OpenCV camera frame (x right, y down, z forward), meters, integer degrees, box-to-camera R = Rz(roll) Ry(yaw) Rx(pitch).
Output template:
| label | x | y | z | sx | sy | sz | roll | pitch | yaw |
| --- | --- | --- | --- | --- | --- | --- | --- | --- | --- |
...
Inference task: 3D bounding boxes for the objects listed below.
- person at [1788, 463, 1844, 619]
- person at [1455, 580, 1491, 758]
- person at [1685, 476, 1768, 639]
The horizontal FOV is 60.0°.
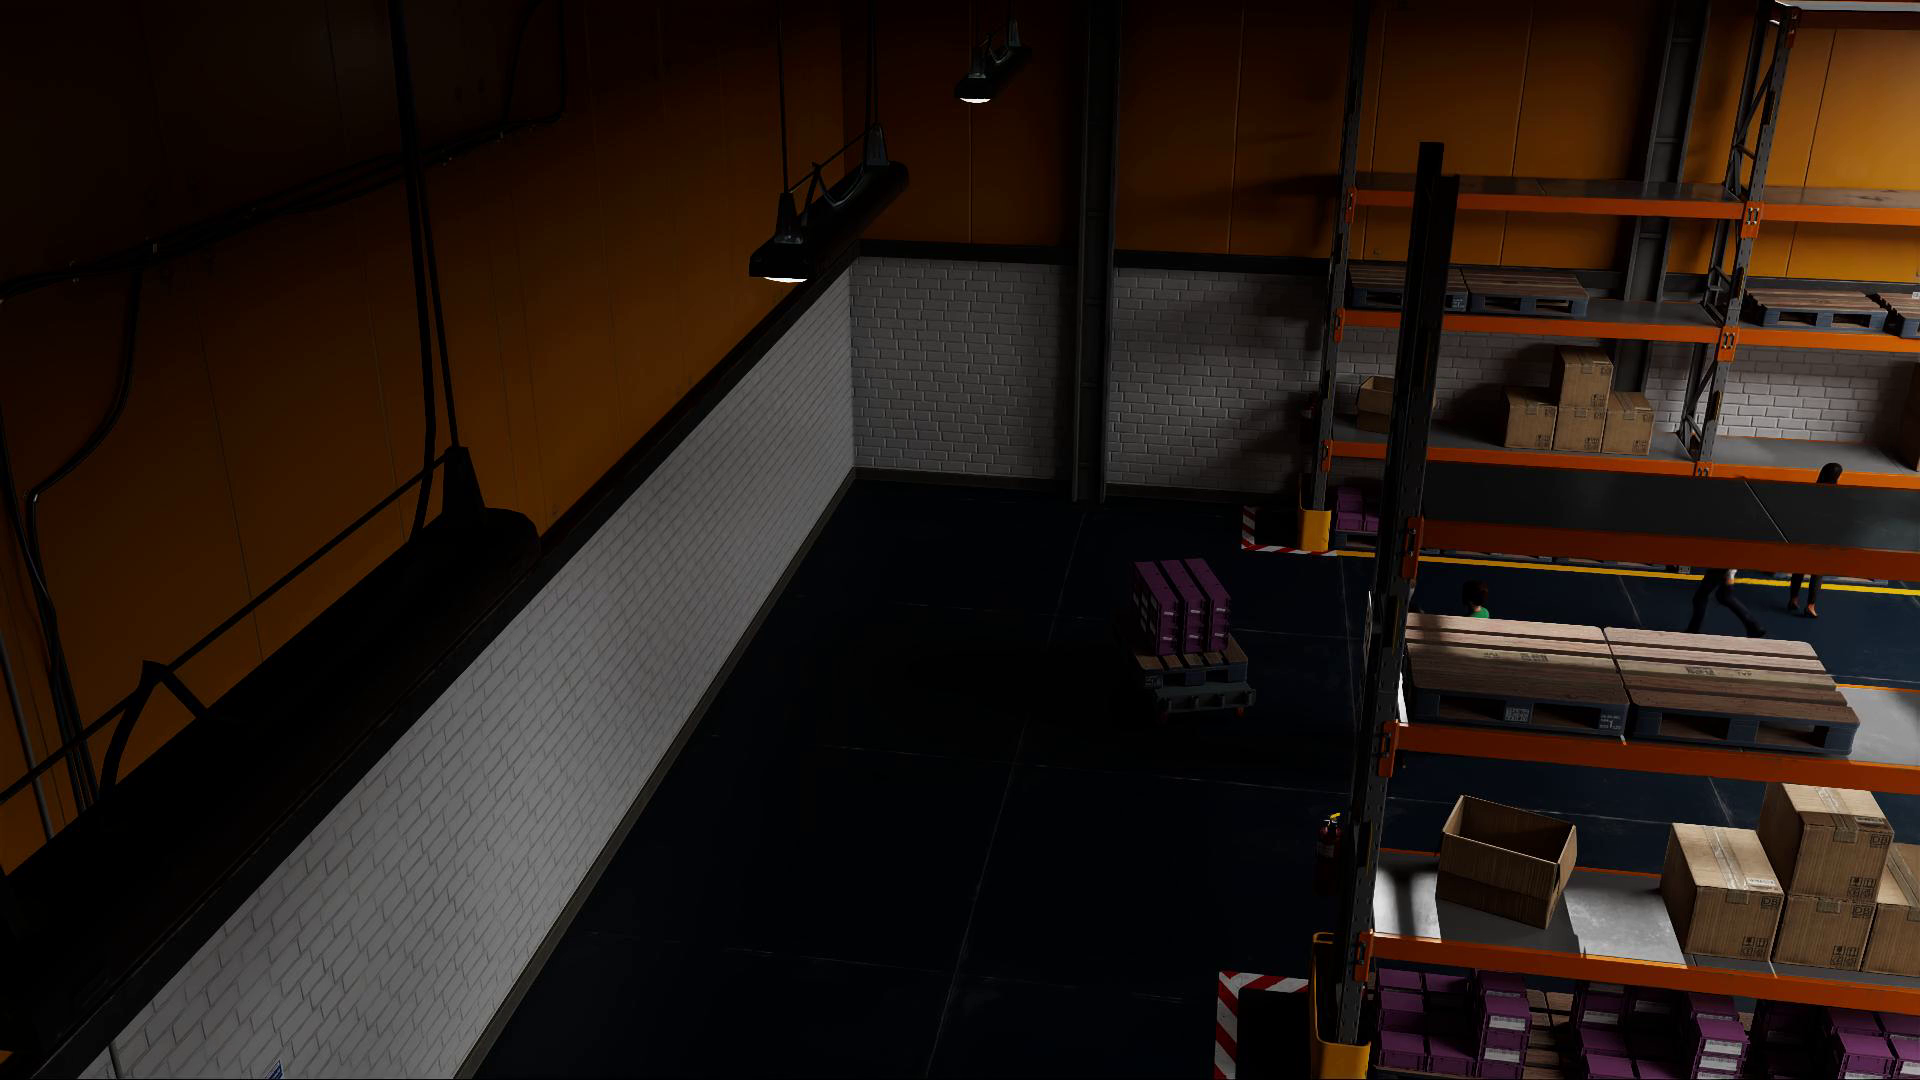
| label | x | y | z | sx | sy | sz | roll | pitch | yaw |
| --- | --- | --- | --- | --- | --- | --- | --- | --- | --- |
| person | 8.820 | -0.003 | 17.113 | 0.750 | 1.682 | 0.706 | -14 | 27 | -29 |
| person | 4.468 | 1.109 | 14.607 | 0.664 | 1.651 | 0.657 | 17 | 29 | 33 |
| person | 7.573 | 0.267 | 16.299 | 1.184 | 1.838 | 0.755 | 7 | 25 | 15 |
